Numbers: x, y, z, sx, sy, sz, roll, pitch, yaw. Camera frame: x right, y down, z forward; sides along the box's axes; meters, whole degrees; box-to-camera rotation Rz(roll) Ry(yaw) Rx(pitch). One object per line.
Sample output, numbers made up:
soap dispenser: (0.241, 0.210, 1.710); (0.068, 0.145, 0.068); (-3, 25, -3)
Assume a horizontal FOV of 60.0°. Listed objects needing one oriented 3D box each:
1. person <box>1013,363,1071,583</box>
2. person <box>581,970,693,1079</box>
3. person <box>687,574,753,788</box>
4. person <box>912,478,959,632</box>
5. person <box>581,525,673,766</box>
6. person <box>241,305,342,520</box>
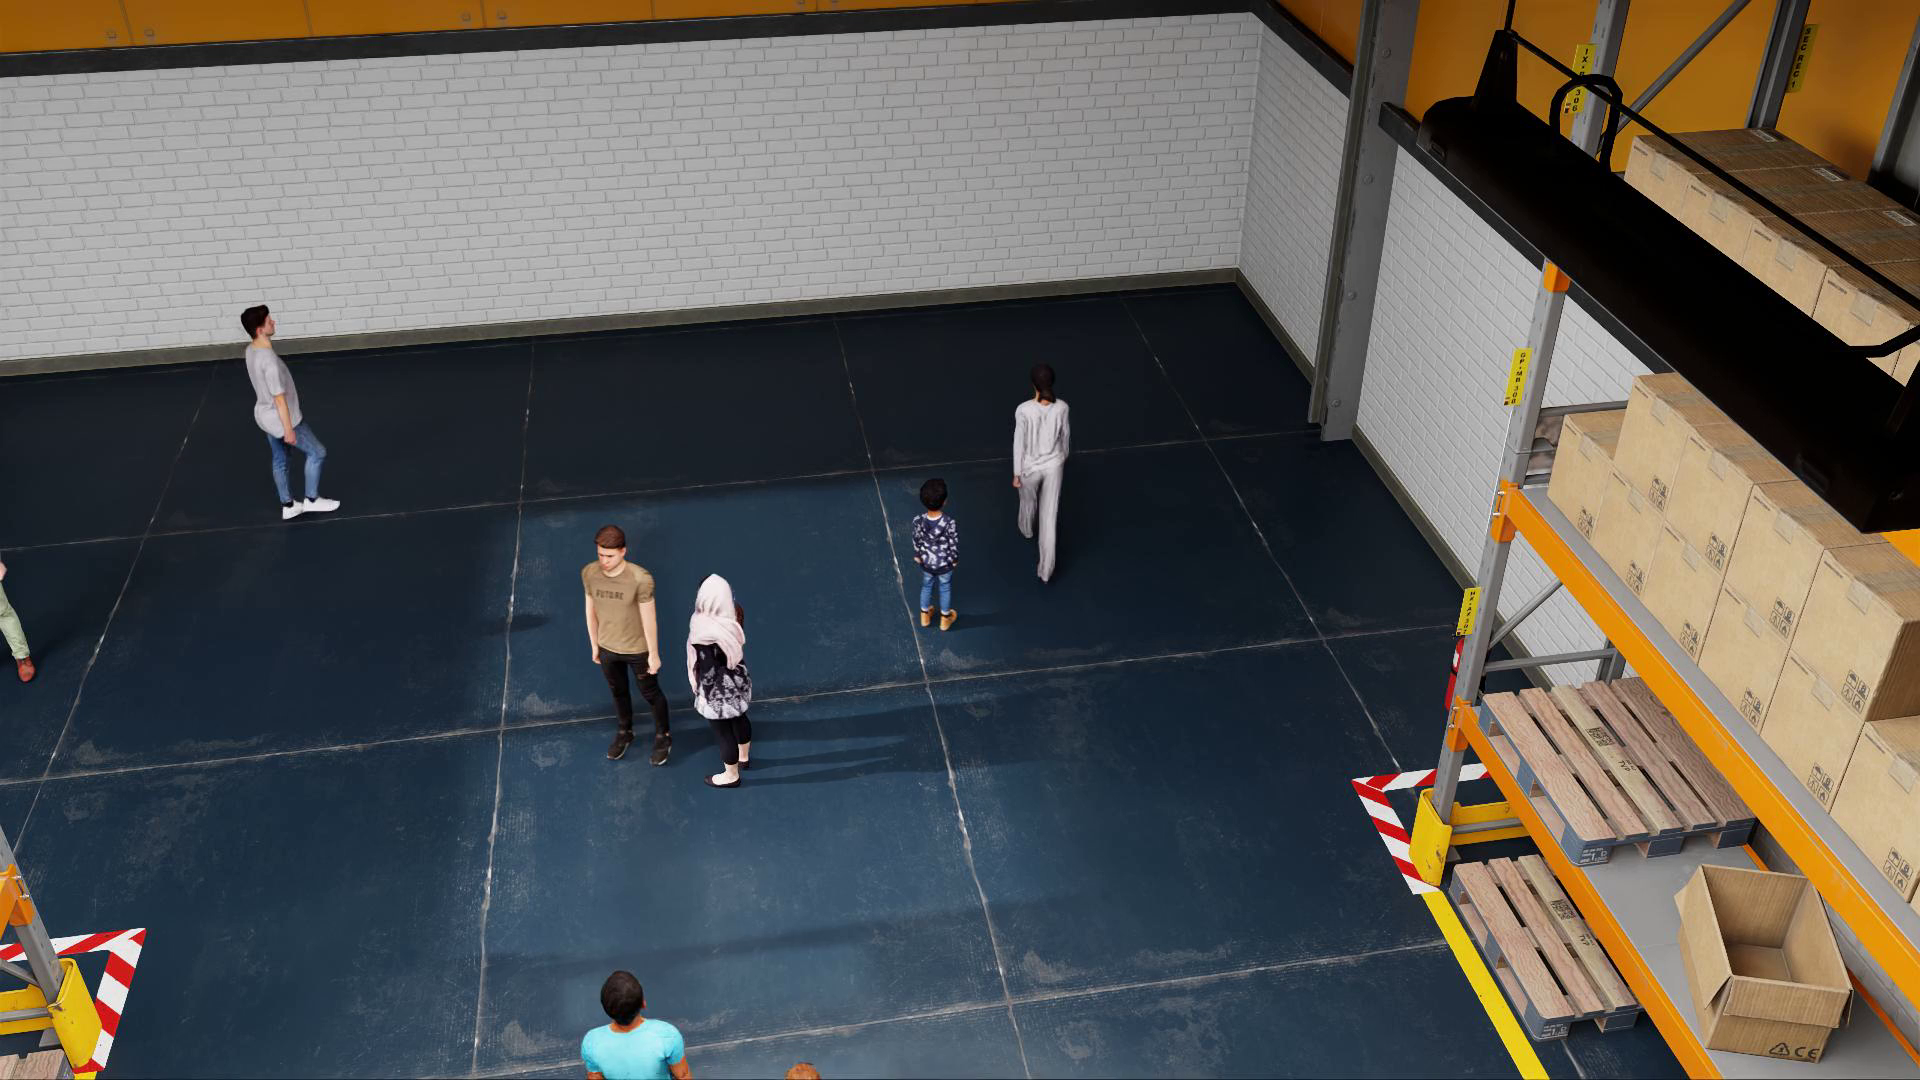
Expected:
person: (0.642, -0.480, 12.723); (0.642, 1.720, 1.091); (-4, 34, -6)
person: (-1.480, 2.771, 7.817); (0.791, 1.737, 1.232); (0, 34, 1)
person: (-1.527, 0.900, 10.721); (0.799, 1.638, 0.710); (10, 35, 15)
person: (-0.179, 0.104, 12.269); (0.569, 1.251, 0.601); (9, 35, 14)
person: (-2.173, 0.672, 10.875); (0.736, 1.847, 0.727); (9, 35, 13)
person: (-5.528, -0.971, 13.324); (0.882, 1.873, 0.791); (-26, 41, -33)
